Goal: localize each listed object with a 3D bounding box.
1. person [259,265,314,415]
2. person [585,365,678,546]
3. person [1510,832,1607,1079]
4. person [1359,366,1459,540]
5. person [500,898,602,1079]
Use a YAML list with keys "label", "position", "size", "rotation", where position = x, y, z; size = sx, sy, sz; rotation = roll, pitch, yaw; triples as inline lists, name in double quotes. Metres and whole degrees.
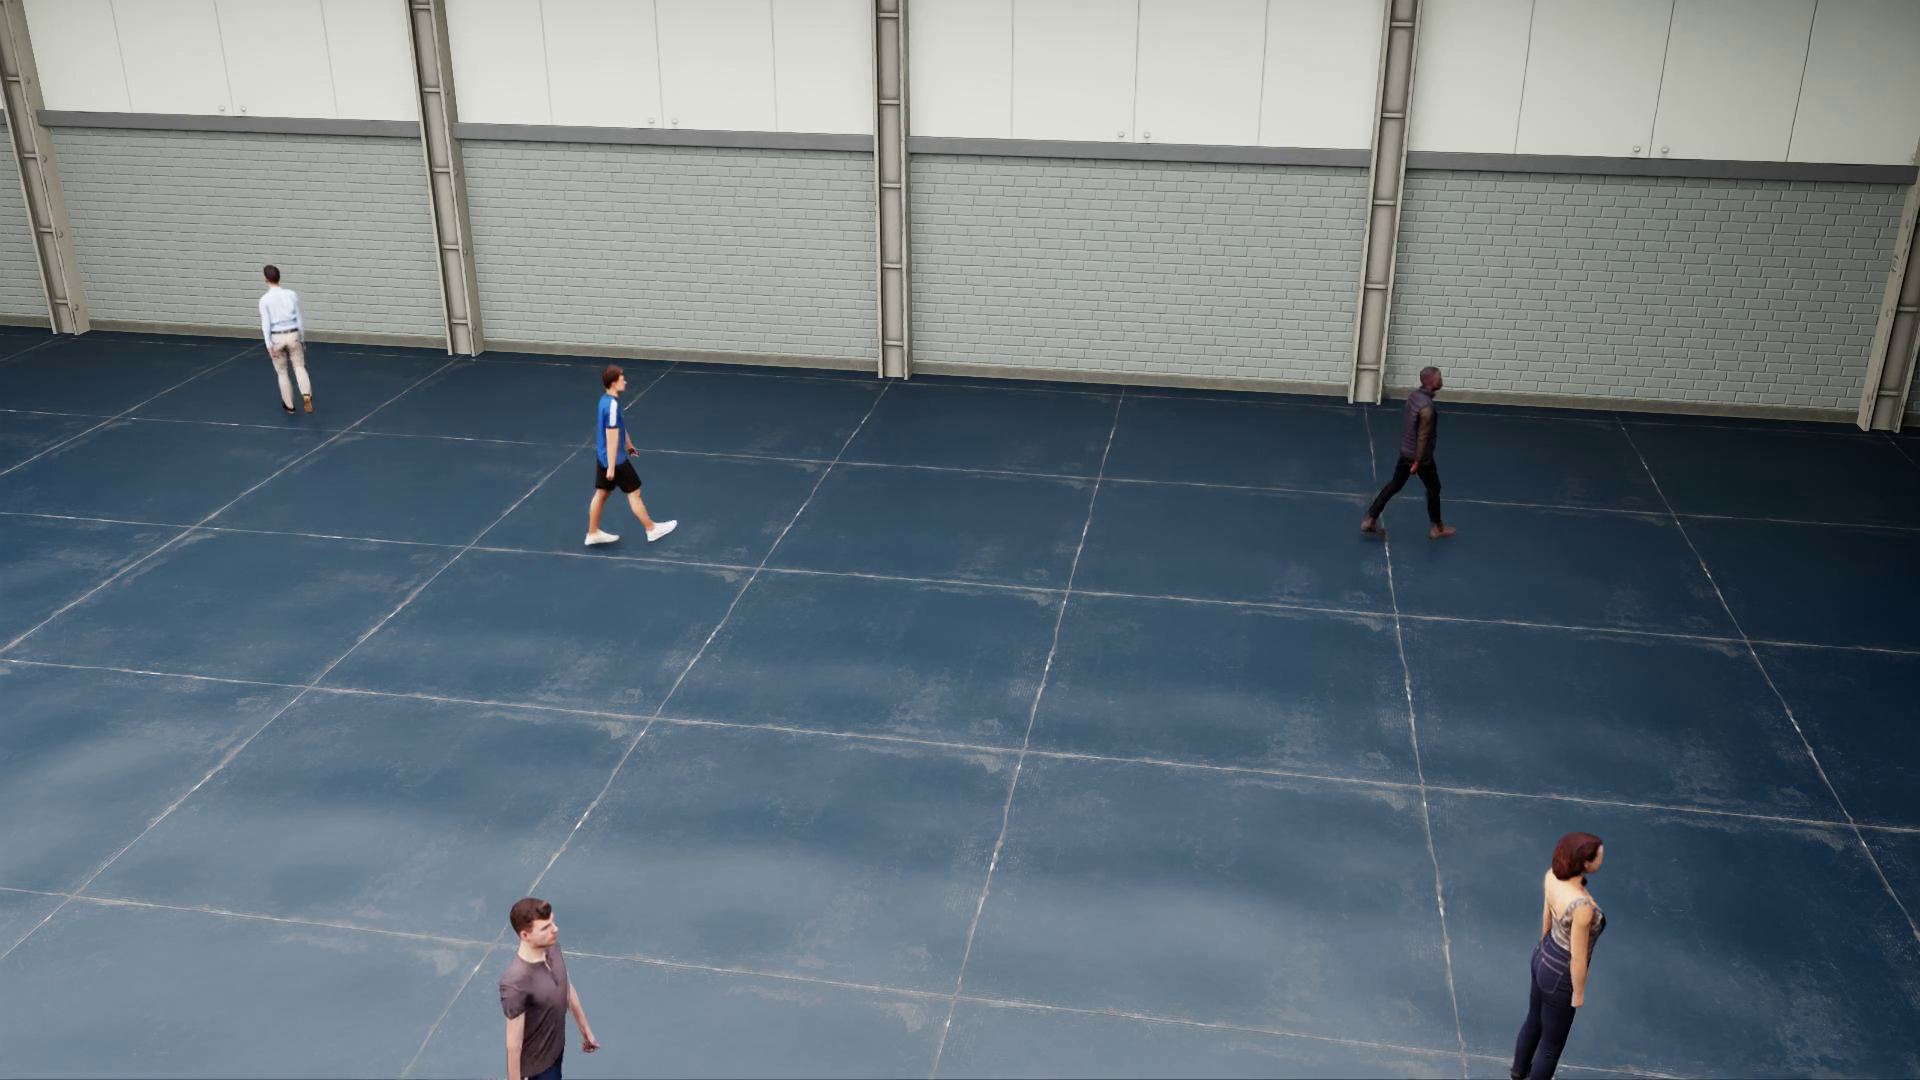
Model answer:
- label: "person"
  position: [-8.052, -2.353, 19.909]
  size: [0.984, 1.825, 1.060]
  rotation: [-17, 28, -34]
- label: "person"
  position: [-3.487, -0.786, 16.232]
  size: [1.223, 1.819, 1.056]
  rotation: [-10, 25, -23]
- label: "person"
  position: [3.203, 2.339, 8.947]
  size: [0.621, 1.769, 0.656]
  rotation: [-2, 23, -5]
- label: "person"
  position: [4.390, -0.822, 16.358]
  size: [1.294, 1.787, 0.932]
  rotation: [-2, 23, -5]
- label: "person"
  position: [-2.179, 2.577, 8.318]
  size: [0.990, 1.824, 0.681]
  rotation: [4, 23, 8]
